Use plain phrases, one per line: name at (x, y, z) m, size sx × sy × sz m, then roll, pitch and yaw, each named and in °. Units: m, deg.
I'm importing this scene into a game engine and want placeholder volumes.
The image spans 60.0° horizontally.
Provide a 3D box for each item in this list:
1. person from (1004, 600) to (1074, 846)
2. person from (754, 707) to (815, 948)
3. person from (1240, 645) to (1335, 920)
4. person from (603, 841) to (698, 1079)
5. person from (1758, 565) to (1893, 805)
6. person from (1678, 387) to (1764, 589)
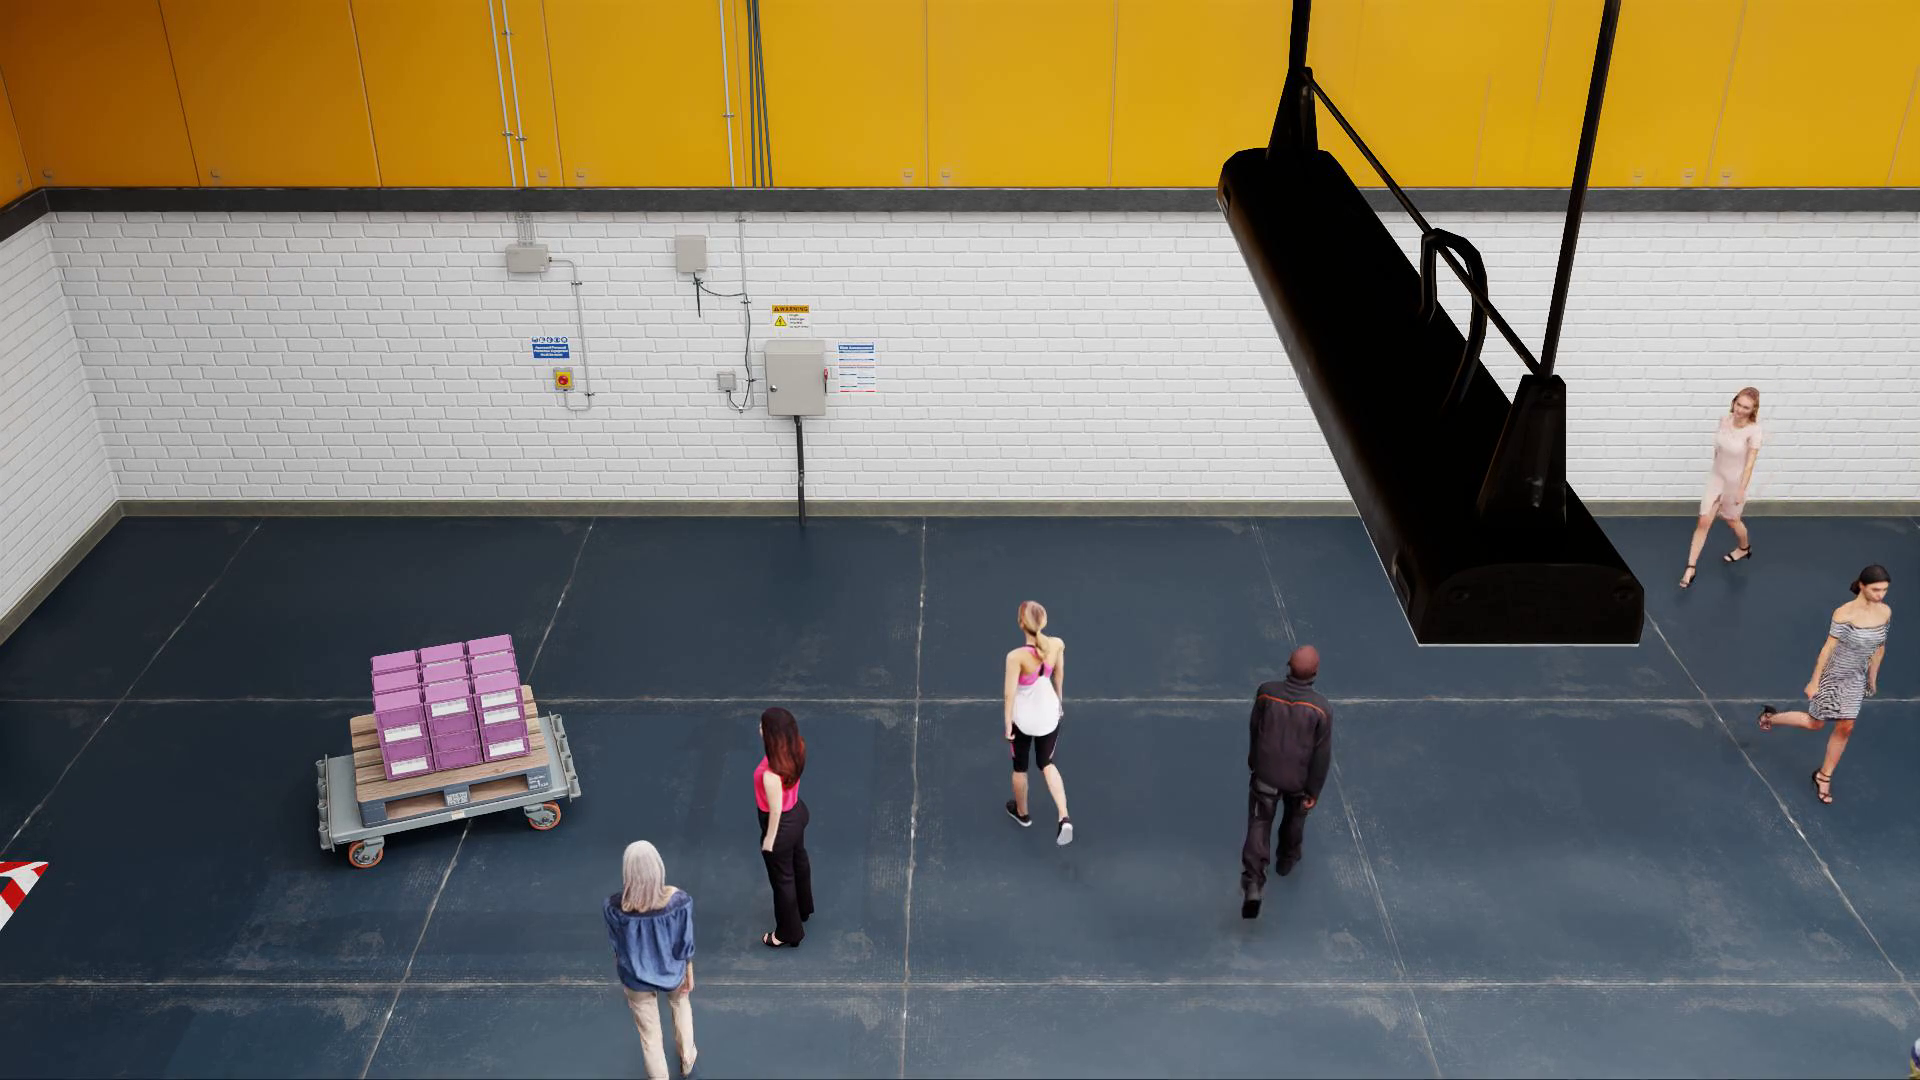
person at (0.524, 1.202, 10.683) m, size 0.892 × 1.773 × 1.076 m, roll -14°, pitch 32°, yaw -24°
person at (-1.058, 1.692, 9.903) m, size 0.691 × 1.660 × 0.537 m, roll 8°, pitch 30°, yaw 13°
person at (1.956, 1.471, 10.163) m, size 0.939 × 1.799 × 1.252 m, roll 10°, pitch 30°, yaw 18°
person at (-1.593, 2.346, 8.681) m, size 0.700 × 1.682 × 0.790 m, roll -6°, pitch 29°, yaw -10°
person at (5.844, 0.905, 11.201) m, size 0.787 × 1.799 × 1.015 m, roll -8°, pitch 30°, yaw -15°
person at (6.400, -0.458, 13.727) m, size 1.053 × 1.773 × 1.120 m, roll -12°, pitch 31°, yaw -21°
